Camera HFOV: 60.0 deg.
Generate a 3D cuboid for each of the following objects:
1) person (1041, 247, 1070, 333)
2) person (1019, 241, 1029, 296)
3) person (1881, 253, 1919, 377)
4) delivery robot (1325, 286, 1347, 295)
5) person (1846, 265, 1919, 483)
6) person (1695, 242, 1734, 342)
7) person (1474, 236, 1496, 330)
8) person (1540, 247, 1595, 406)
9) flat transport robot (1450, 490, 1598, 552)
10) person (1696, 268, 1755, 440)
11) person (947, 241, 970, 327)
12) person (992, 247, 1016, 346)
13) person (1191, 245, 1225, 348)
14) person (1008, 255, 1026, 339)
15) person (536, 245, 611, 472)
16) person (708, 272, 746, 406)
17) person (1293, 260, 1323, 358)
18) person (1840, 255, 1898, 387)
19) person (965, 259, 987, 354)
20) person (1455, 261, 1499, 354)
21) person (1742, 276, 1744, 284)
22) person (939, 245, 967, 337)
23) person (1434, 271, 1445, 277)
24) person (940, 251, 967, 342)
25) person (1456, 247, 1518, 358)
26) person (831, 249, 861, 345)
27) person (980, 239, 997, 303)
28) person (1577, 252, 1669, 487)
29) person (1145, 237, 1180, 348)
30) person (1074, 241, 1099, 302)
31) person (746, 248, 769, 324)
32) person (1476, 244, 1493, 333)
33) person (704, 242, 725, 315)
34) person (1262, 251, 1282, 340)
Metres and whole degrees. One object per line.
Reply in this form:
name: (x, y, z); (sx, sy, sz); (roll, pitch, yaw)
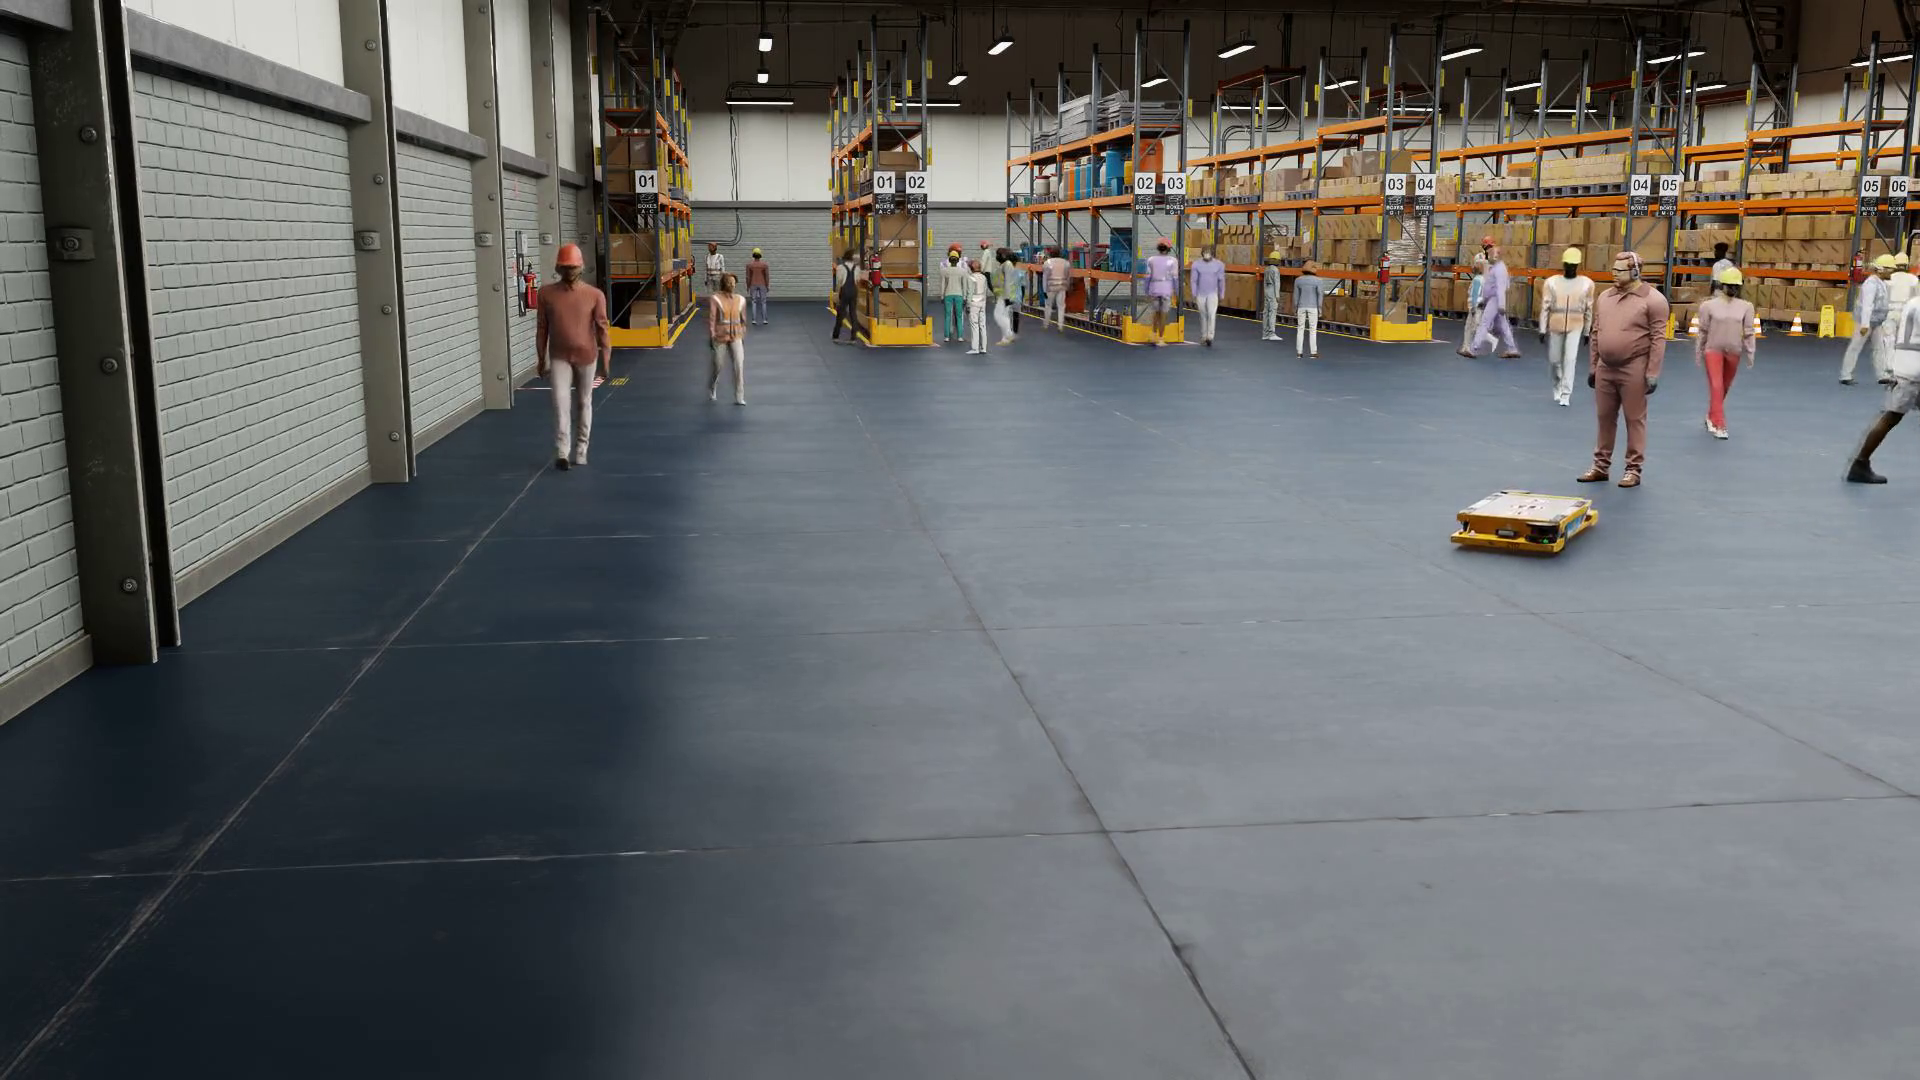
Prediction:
person: (2.013, -5.296, 35.287); (0.638, 1.794, 0.933); (-2, 11, -11)
person: (1.904, -7.832, 48.921); (0.627, 1.897, 0.719); (1, 10, 7)
person: (13.675, -3.299, 24.370); (0.615, 1.778, 0.950); (3, 11, 16)
delivery robot: (11.232, -7.322, 49.554); (0.707, 0.478, 0.477); (2, 10, 11)
person: (7.835, -1.366, 13.553); (1.024, 1.882, 0.553); (5, 11, 24)
person: (14.434, -4.690, 31.581); (0.632, 1.949, 0.775); (-9, 14, -41)
person: (11.404, -5.545, 36.020); (0.605, 2.037, 0.404); (-5, 11, -24)
person: (7.379, -2.601, 20.228); (0.593, 1.901, 0.855); (4, 11, 22)
flat transport robot: (3.829, -0.141, 11.222); (0.652, 0.197, 1.431); (6, 12, 31)
person: (7.803, -1.919, 16.999); (0.531, 1.720, 0.929); (2, 10, 9)
person: (-0.042, -5.782, 37.616); (0.571, 1.926, 0.502); (-2, 11, -13)
person: (0.798, -4.499, 30.826); (0.448, 1.830, 0.656); (-1, 10, -6)
person: (4.556, -4.490, 30.647); (0.624, 1.872, 1.065); (3, 11, 15)
person: (1.036, -4.802, 32.914); (0.541, 1.682, 0.680); (0, 10, -2)
person: (-3.365, -1.574, 14.470); (0.645, 1.942, 1.002); (-2, 10, -9)
person: (-2.855, -2.457, 20.242); (0.518, 1.608, 0.741); (-5, 11, -25)
person: (5.835, -3.866, 27.900); (0.501, 1.633, 0.289); (6, 12, 29)
person: (12.376, -2.947, 22.480); (0.752, 1.786, 0.619); (10, 14, 43)
person: (0.280, -4.030, 28.793); (0.310, 1.636, 0.523); (8, 13, 37)
person: (8.966, -4.008, 28.713); (0.658, 1.616, 0.523); (3, 11, 18)
person: (20.905, -7.101, 44.874); (0.581, 1.919, 0.391); (-2, 11, -12)
person: (-0.121, -5.019, 33.616); (0.580, 1.864, 0.721); (-2, 11, -11)
person: (14.620, -8.098, 50.516); (0.473, 1.846, 0.555); (1, 10, 4)
person: (-0.123, -4.729, 32.298); (0.518, 1.757, 0.341); (-1, 10, -3)
person: (8.894, -3.955, 27.801); (0.981, 1.853, 0.650); (3, 11, 18)
person: (-2.157, -4.573, 31.361); (0.532, 1.784, 0.973); (-5, 12, -27)
person: (0.805, -8.243, 51.026); (0.963, 1.960, 0.616); (0, 10, -2)
person: (5.398, -1.384, 13.560); (0.400, 1.905, 0.643); (-7, 12, -33)
person: (3.756, -4.552, 30.600); (0.620, 2.019, 0.589); (6, 12, 31)
person: (3.583, -7.798, 48.764); (0.985, 1.883, 0.548); (-1, 10, -7)
person: (-4.710, -5.906, 38.725); (0.525, 1.769, 0.327); (-1, 10, -4)
person: (11.167, -5.337, 35.309); (0.512, 1.877, 0.328); (0, 10, 0)
person: (-6.352, -6.741, 42.977); (0.584, 1.882, 0.337); (5, 12, 26)
person: (6.188, -4.826, 32.886); (0.306, 1.736, 0.484); (-4, 11, -20)
